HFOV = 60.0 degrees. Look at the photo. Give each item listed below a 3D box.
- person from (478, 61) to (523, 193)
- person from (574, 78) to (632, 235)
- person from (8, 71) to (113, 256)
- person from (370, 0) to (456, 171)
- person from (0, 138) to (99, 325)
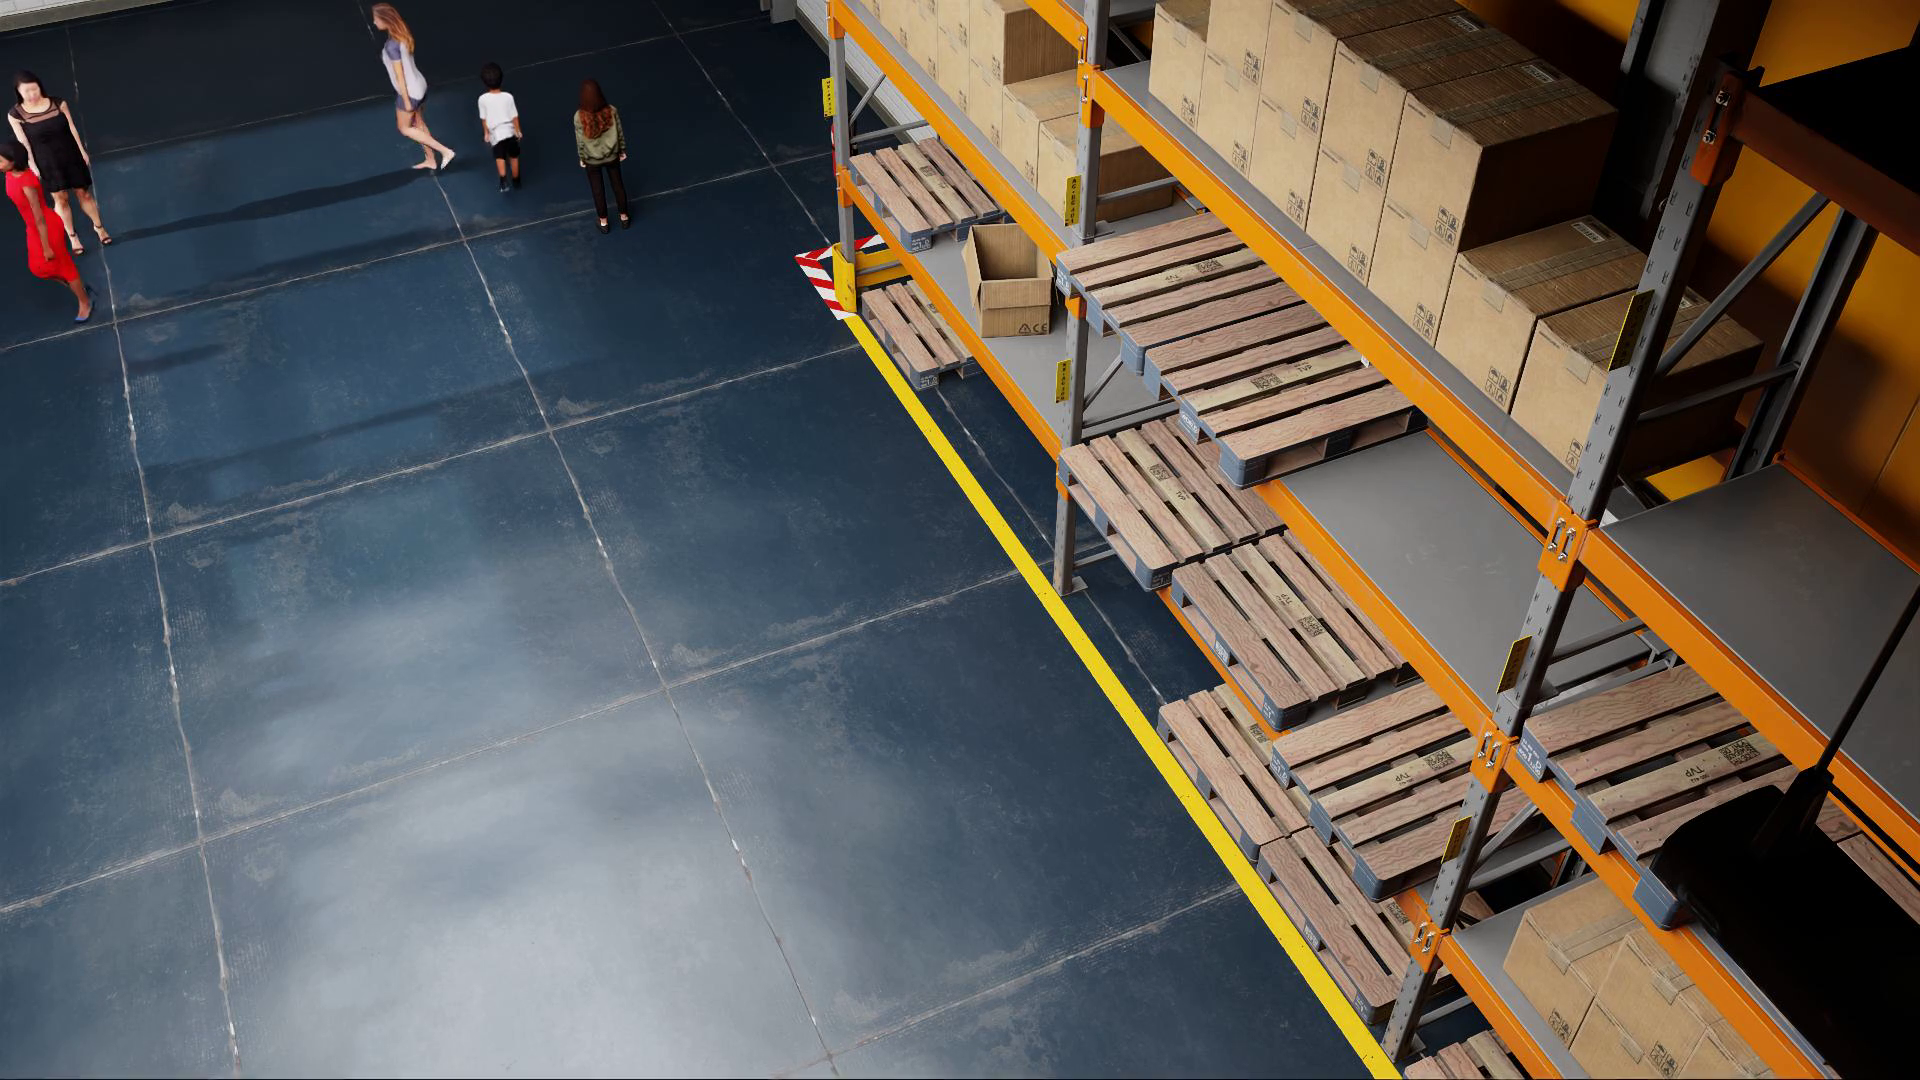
[{"bbox_3d":[-4.217,-3.758,15.333,0.573,1.249,0.697,-8,44,-8],"label":"person"},{"bbox_3d":[-3.193,-3.427,14.822,0.589,1.475,0.500,-16,46,-16],"label":"person"},{"bbox_3d":[-7.866,-3.297,14.509,0.705,1.719,0.679,-30,51,-27],"label":"person"},{"bbox_3d":[-5.009,-4.159,15.420,0.844,1.710,0.786,2,44,2],"label":"person"},{"bbox_3d":[-7.460,-2.557,13.722,0.682,1.733,0.768,33,53,30],"label":"person"}]
